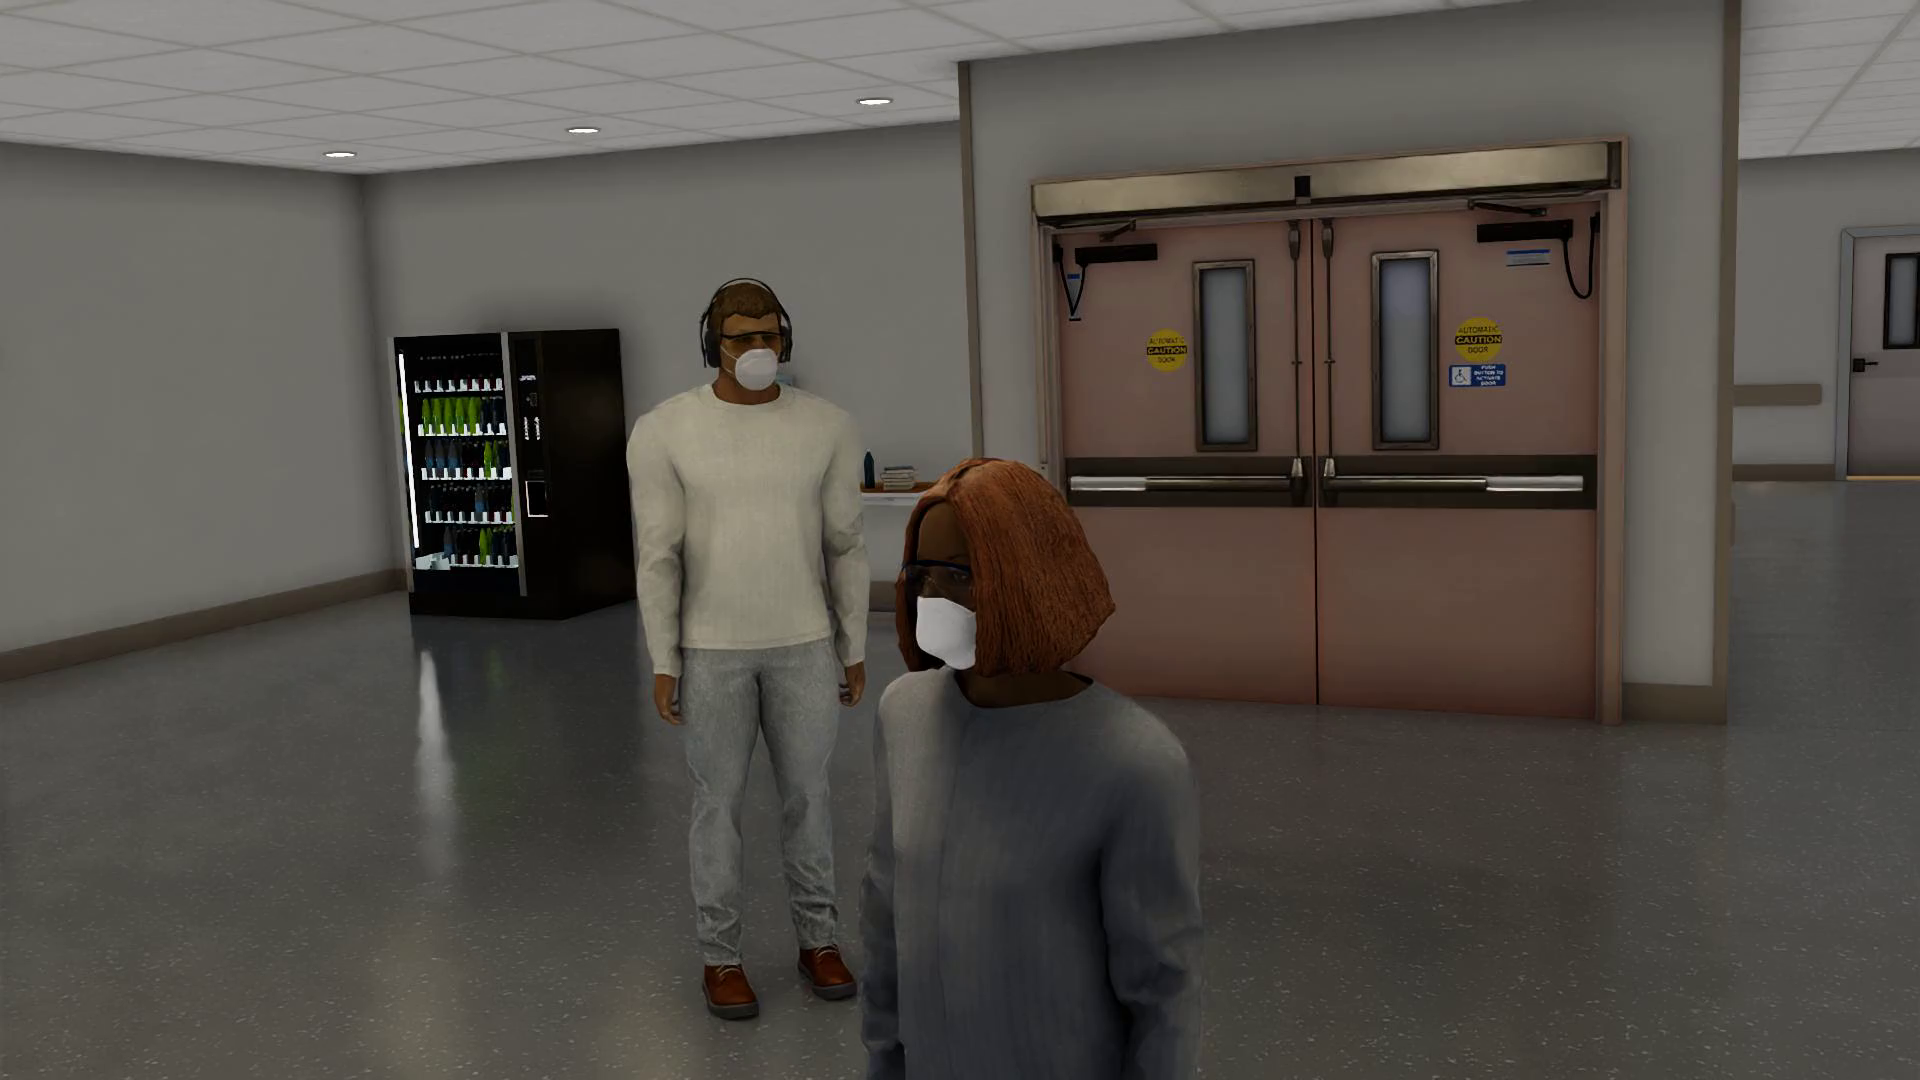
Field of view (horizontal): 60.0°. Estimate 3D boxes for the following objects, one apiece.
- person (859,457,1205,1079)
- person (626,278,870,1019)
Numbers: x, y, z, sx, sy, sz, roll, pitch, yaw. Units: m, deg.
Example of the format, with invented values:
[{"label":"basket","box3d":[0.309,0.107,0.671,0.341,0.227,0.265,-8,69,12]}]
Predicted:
[{"label":"person","box3d":[0.069,0.713,2.026,0.498,1.634,0.278,4,10,42]},{"label":"person","box3d":[-0.533,0.285,4.398,0.622,1.932,0.368,-5,8,-17]}]
